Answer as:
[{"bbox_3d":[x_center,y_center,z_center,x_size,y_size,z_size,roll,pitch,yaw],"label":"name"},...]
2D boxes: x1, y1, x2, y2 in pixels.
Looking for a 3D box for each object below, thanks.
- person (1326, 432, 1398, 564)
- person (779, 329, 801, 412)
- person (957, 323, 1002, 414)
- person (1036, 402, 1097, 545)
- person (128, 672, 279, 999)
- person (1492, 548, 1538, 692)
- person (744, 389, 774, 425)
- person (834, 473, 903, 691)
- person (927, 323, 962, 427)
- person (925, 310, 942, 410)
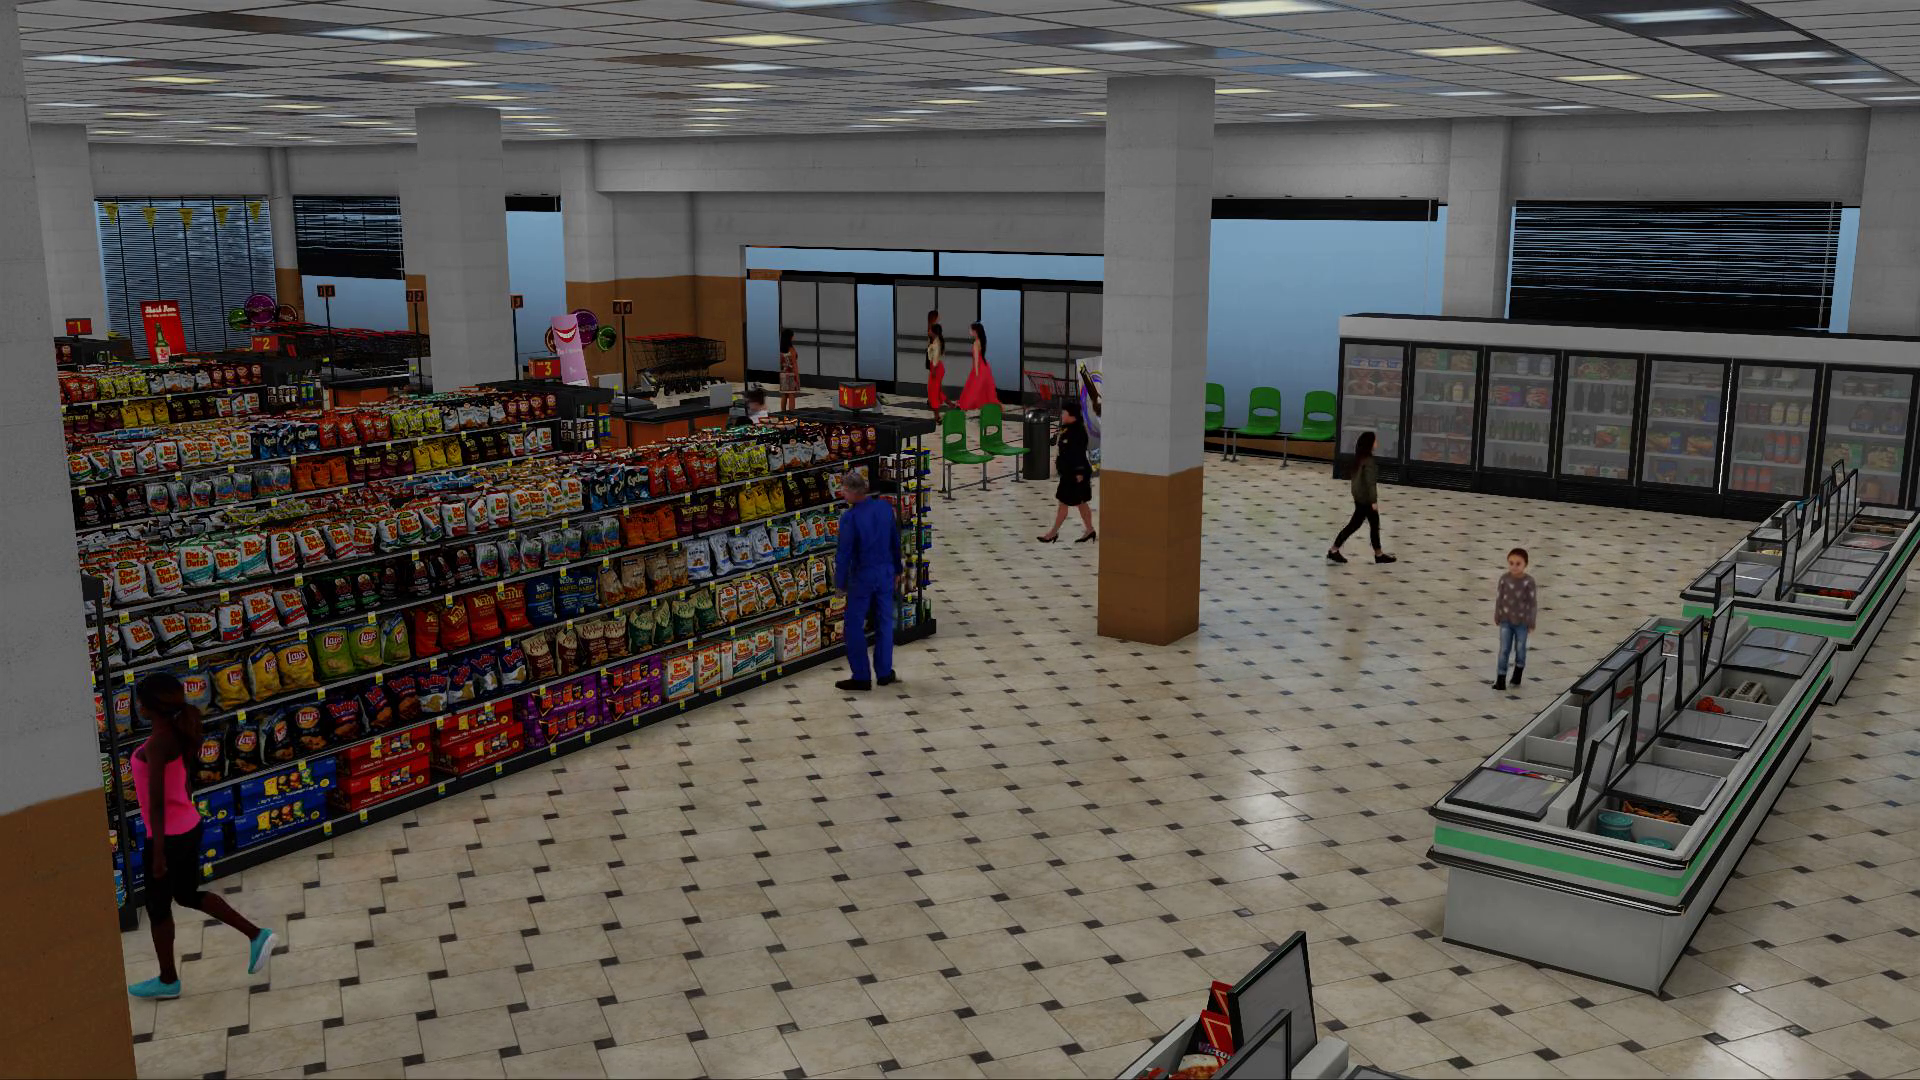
[{"bbox_3d":[4.315,-0.422,18.042,0.951,1.441,1.021,1,12,6],"label":"person"},{"bbox_3d":[-3.012,-2.883,29.232,0.601,1.645,0.692,-11,16,-42],"label":"person"},{"bbox_3d":[0.457,-2.978,29.618,0.703,1.674,1.068,6,13,27],"label":"person"},{"bbox_3d":[1.394,-0.741,19.071,1.093,1.641,1.045,-2,12,-7],"label":"person"},{"bbox_3d":[-3.846,1.493,8.306,0.972,1.705,0.976,-1,12,-3],"label":"person"},{"bbox_3d":[4.568,0.649,13.622,0.524,1.167,0.804,7,14,31],"label":"person"},{"bbox_3d":[-2.165,-0.789,18.892,0.693,1.809,0.834,-8,14,-32],"label":"person"},{"bbox_3d":[-0.697,0.323,13.643,0.724,1.796,0.966,-4,13,-19],"label":"person"},{"bbox_3d":[-0.307,-2.843,28.711,0.854,1.782,0.867,2,12,8],"label":"person"},{"bbox_3d":[-0.484,-3.364,31.059,0.705,1.835,0.669,-4,12,-17],"label":"person"}]
